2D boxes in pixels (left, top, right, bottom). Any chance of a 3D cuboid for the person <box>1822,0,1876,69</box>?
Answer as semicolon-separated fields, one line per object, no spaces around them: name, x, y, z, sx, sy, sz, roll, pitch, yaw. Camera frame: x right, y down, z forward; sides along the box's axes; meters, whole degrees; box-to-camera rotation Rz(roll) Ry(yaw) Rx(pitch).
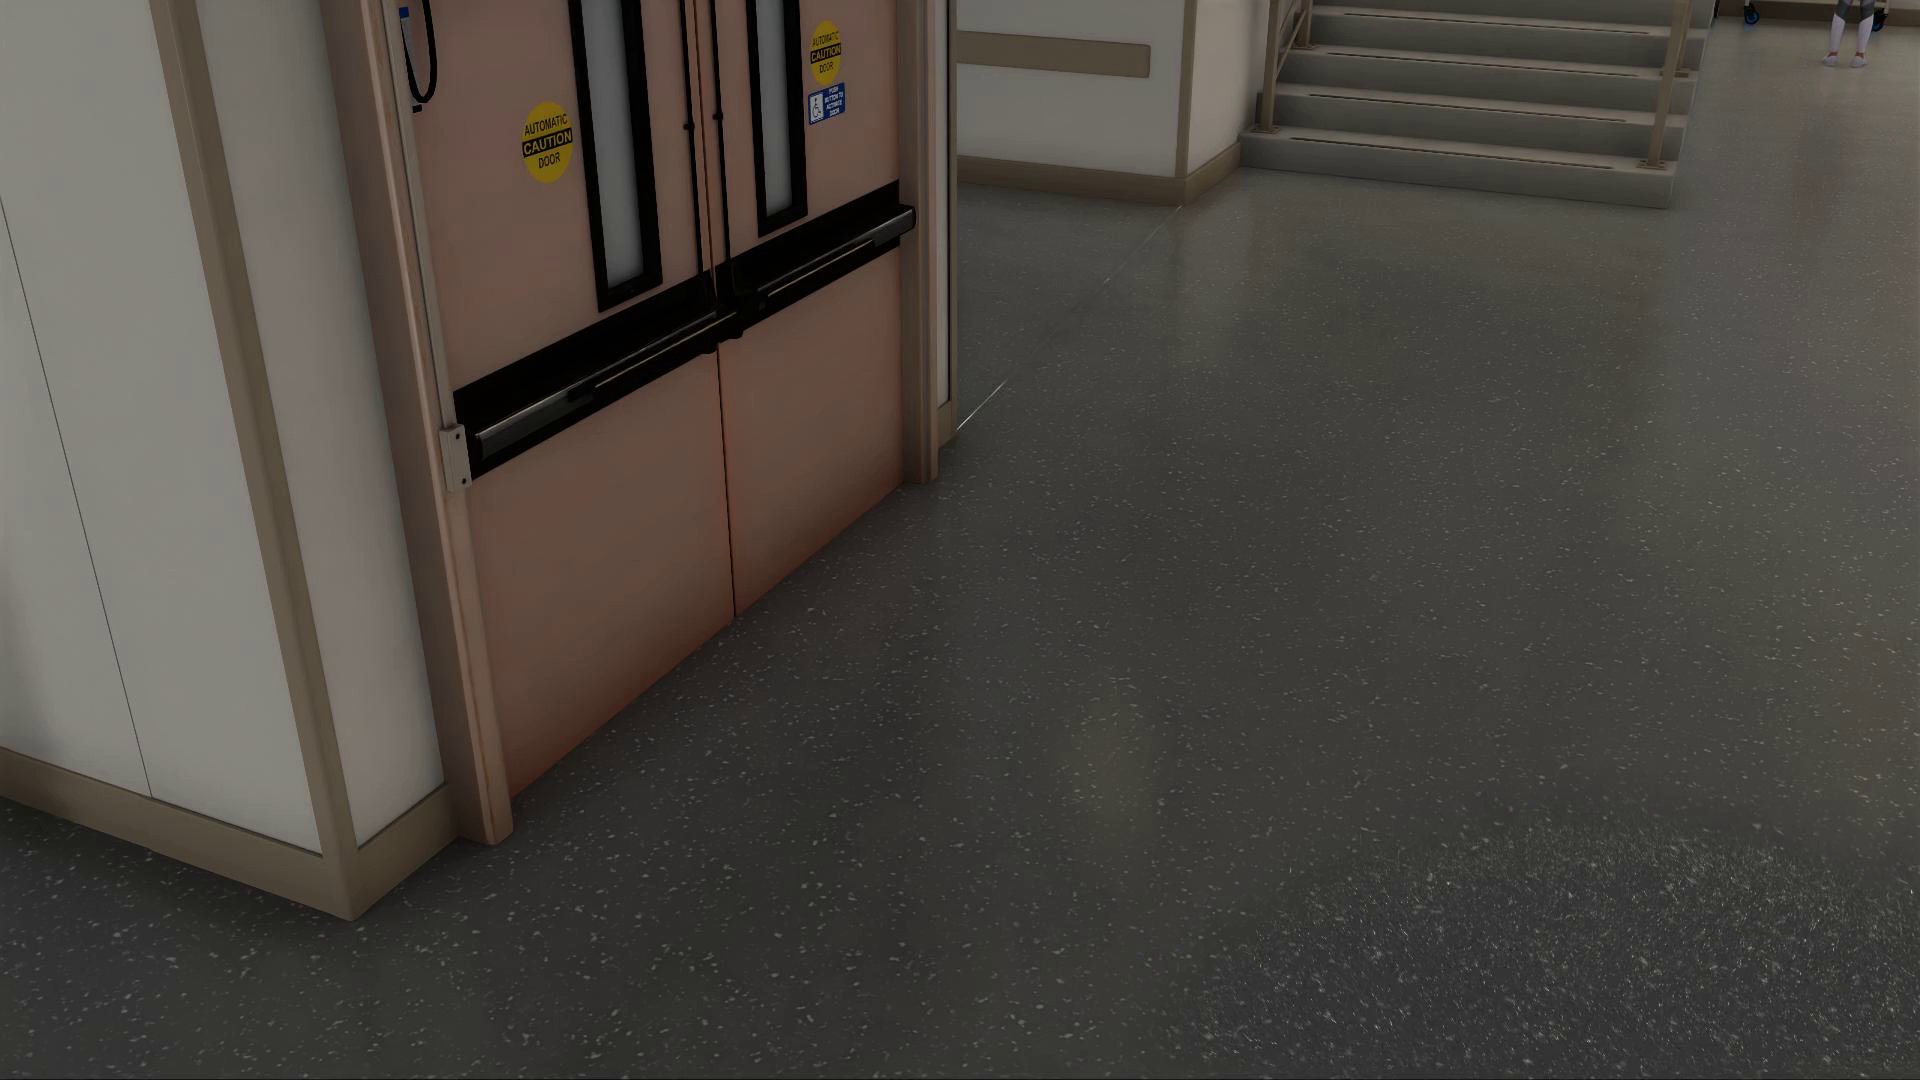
person;7.419;-4.764;13.622;0.555;1.703;0.526;12;28;23
